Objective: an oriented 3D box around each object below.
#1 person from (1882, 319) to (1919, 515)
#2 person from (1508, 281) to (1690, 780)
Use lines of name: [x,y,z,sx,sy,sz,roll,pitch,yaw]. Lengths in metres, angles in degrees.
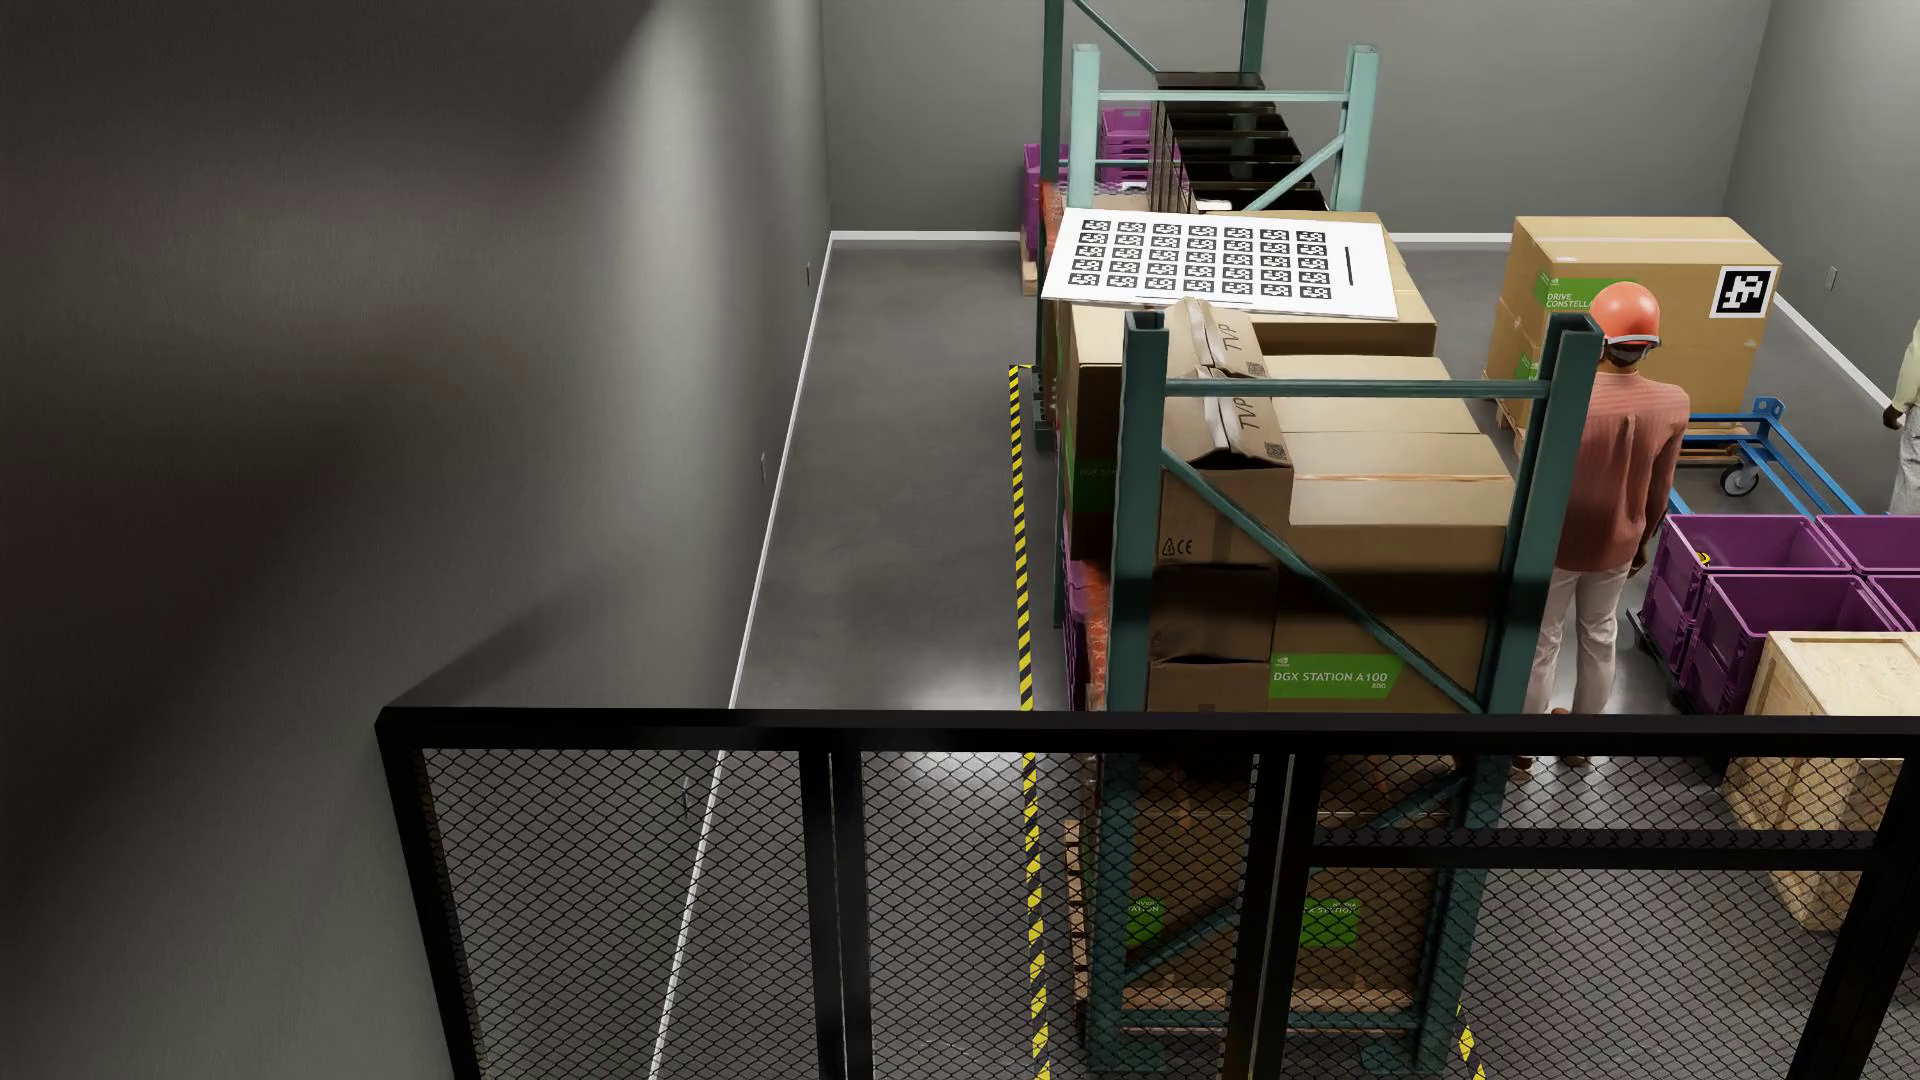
person: [4.437,-0.647,7.390,0.591,1.834,0.404,3,31,5]
person: [2.293,-0.006,6.170,0.623,1.992,0.396,-7,32,-12]
